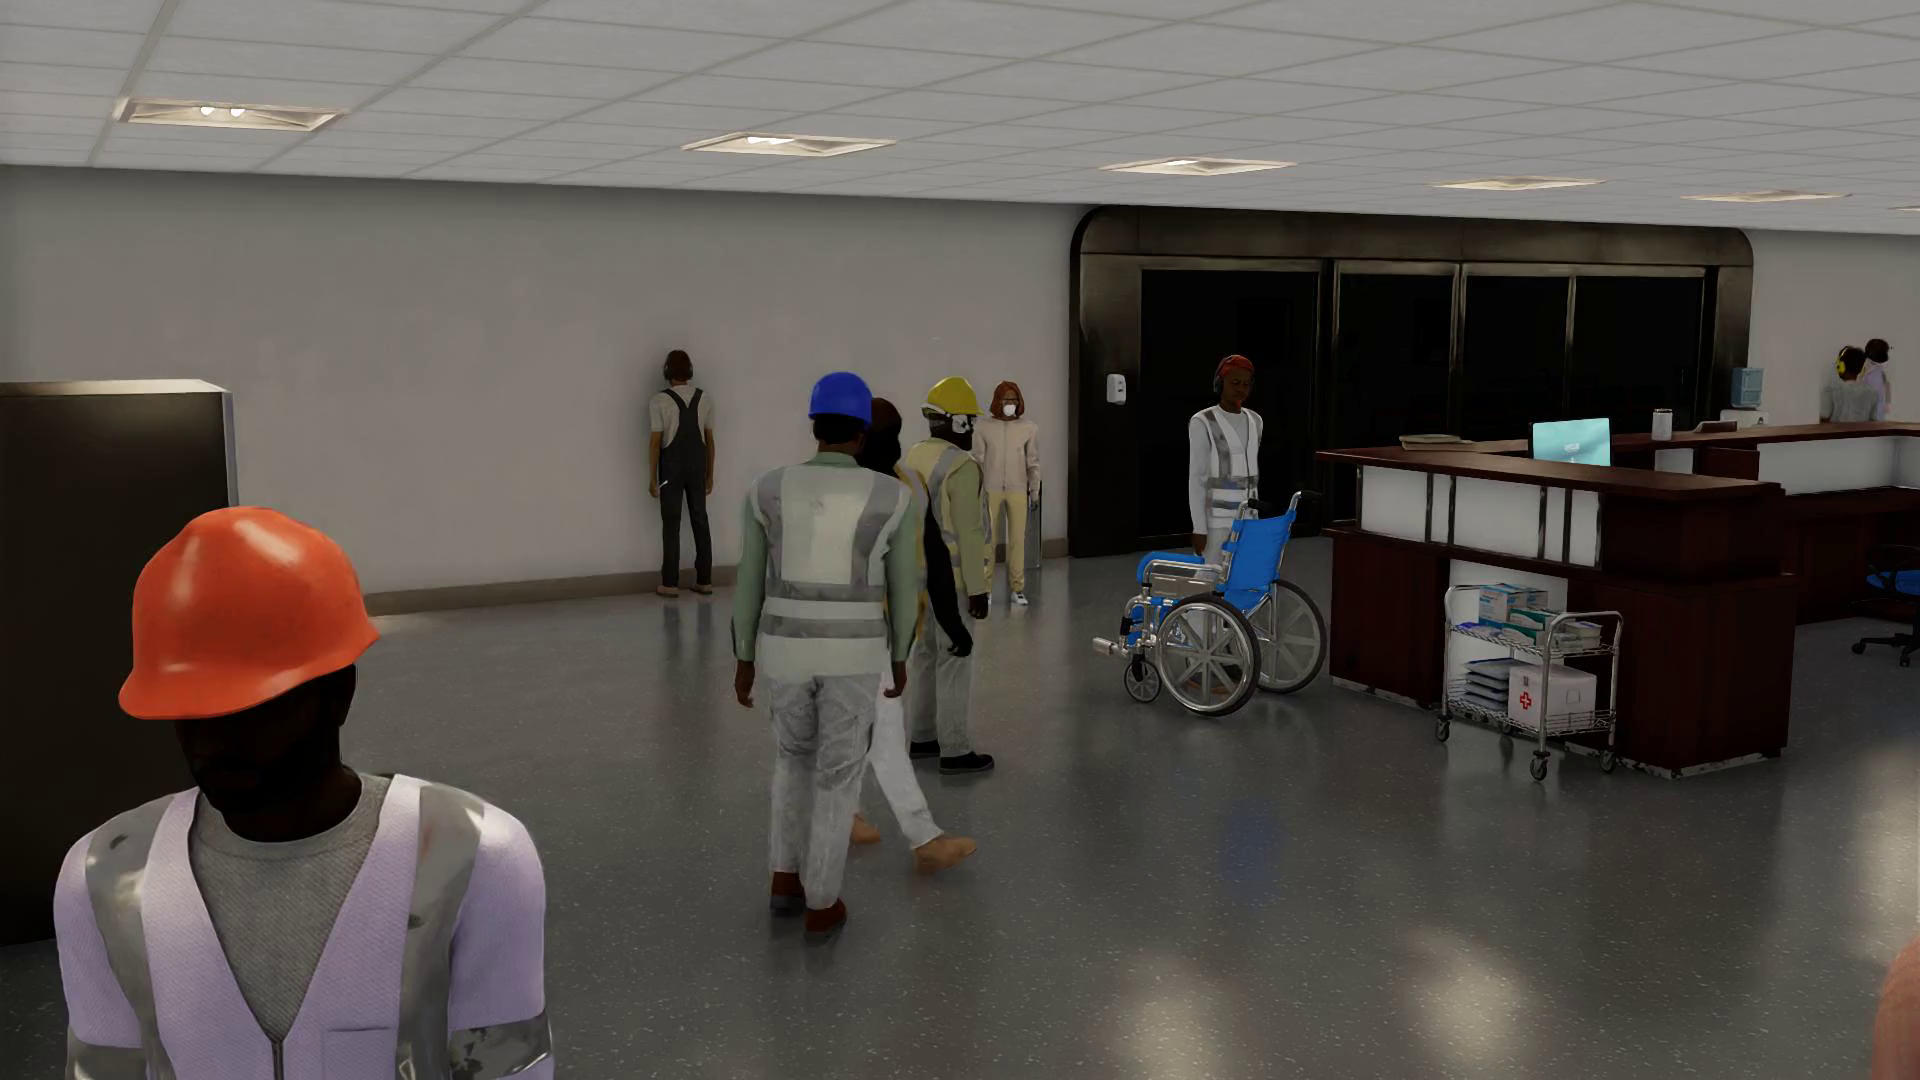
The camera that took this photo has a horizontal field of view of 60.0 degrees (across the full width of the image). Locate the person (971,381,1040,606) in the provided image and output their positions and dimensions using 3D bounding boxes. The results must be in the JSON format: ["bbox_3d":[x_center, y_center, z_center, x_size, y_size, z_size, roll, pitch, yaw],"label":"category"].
[{"bbox_3d":[0.328,-0.329,11.971,0.504,1.627,0.285,-1,8,-6],"label":"person"}]

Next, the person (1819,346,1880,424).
[{"bbox_3d":[7.346,-0.684,13.763,0.522,1.847,0.821,-1,8,-8],"label":"person"}]

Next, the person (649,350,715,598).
[{"bbox_3d":[-2.063,-0.489,12.350,0.506,1.838,0.339,-5,9,-32],"label":"person"}]

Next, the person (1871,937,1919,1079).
[{"bbox_3d":[1.251,0.987,1.932,0.533,1.767,0.324,-4,9,-27],"label":"person"}]

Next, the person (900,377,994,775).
[{"bbox_3d":[-0.054,0.160,7.716,0.403,1.825,0.599,-4,9,-27],"label":"person"}]

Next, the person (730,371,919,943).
[{"bbox_3d":[-0.444,0.389,5.690,0.613,1.918,0.556,2,8,12],"label":"person"}]

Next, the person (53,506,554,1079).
[{"bbox_3d":[-0.747,0.911,1.943,0.556,1.924,0.431,-1,8,-5],"label":"person"}]

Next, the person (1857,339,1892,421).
[{"bbox_3d":[10.322,-1.382,18.938,0.504,1.810,0.725,2,8,12],"label":"person"}]

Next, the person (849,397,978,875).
[{"bbox_3d":[-0.255,0.360,6.385,0.925,1.792,0.633,7,10,40],"label":"person"}]

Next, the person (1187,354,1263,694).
[{"bbox_3d":[1.496,-0.095,9.338,0.575,1.882,0.359,-7,11,-42],"label":"person"}]
